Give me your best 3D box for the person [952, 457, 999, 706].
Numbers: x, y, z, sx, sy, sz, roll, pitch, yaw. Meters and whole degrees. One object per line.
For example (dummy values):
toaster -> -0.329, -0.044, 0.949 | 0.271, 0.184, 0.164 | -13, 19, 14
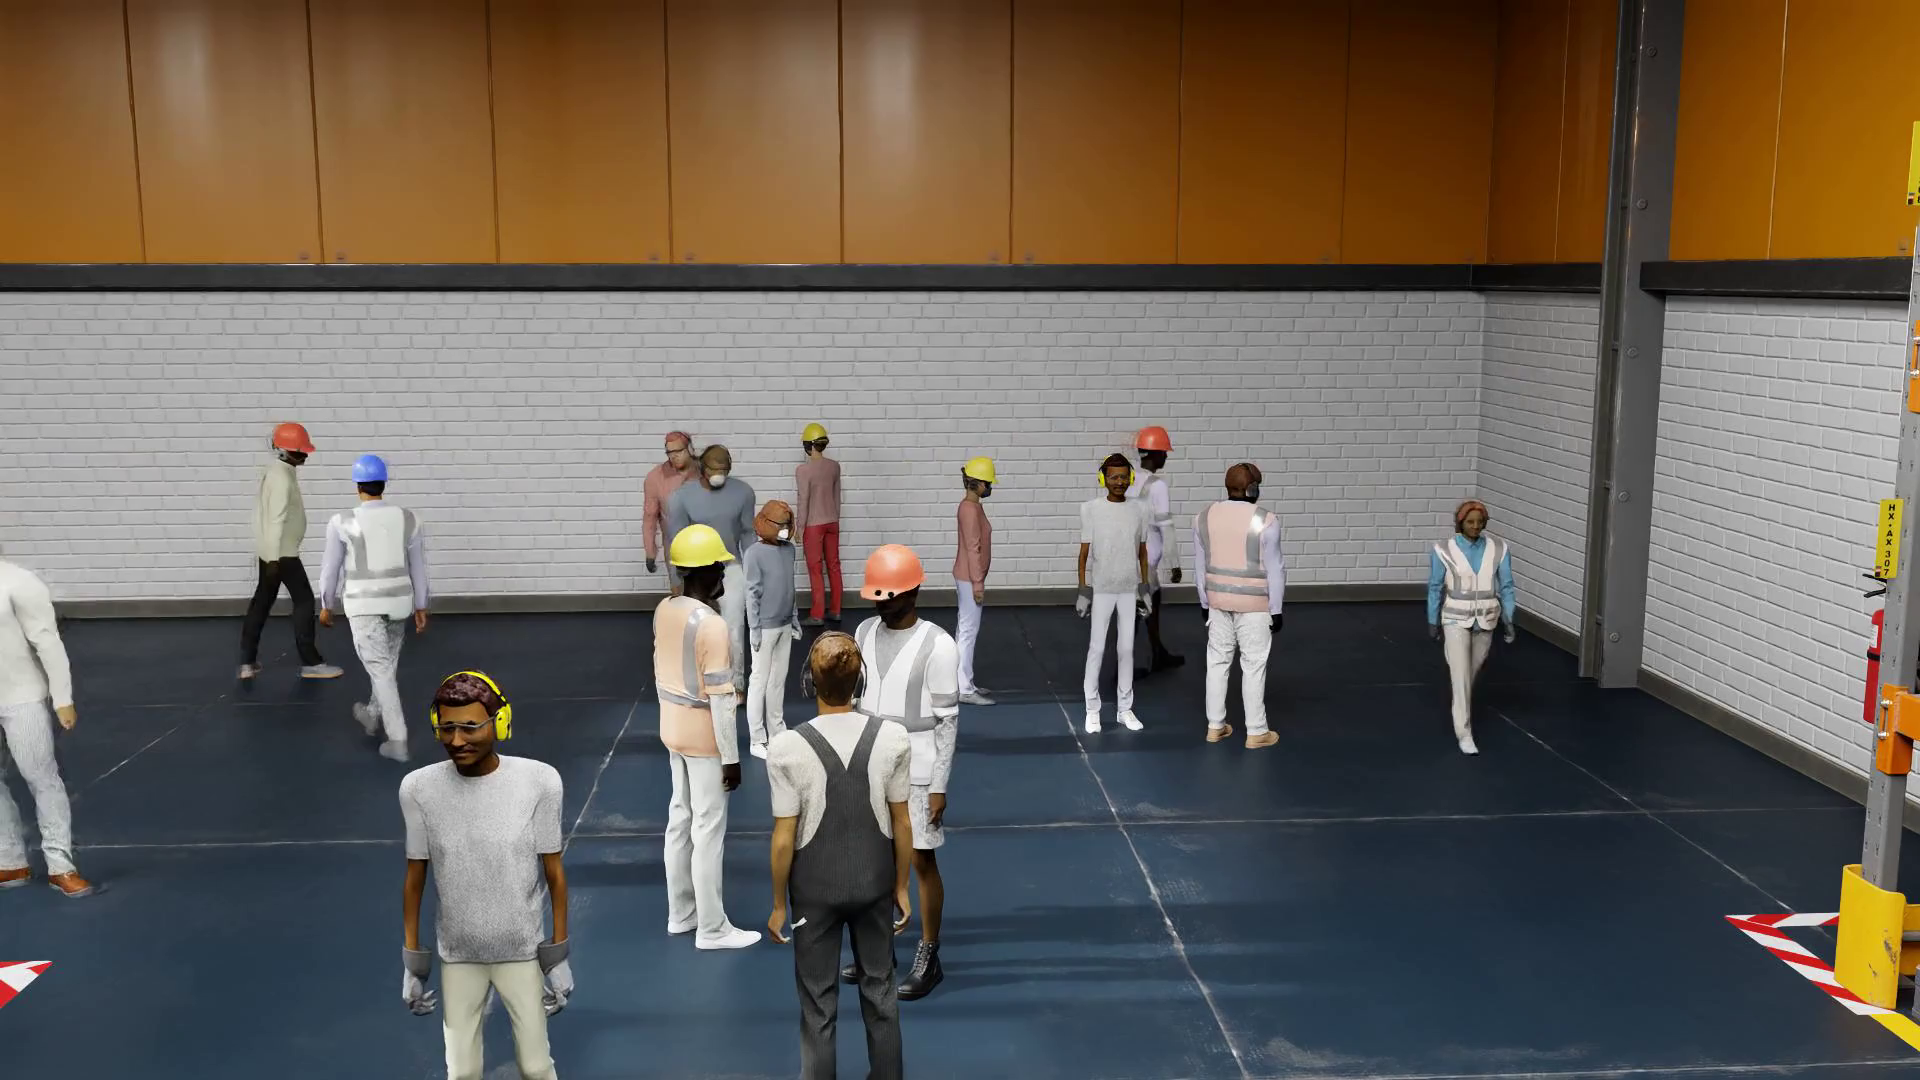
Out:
person -> 0.112, 0.286, 11.811 | 0.327, 1.760, 0.523 | -1, 9, -4

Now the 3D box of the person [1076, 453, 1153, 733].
person -> 1.032, 0.349, 11.059 | 0.532, 1.871, 0.319 | -2, 9, -13

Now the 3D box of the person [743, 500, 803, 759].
person -> -1.173, 0.554, 10.511 | 0.279, 1.633, 0.499 | 5, 10, 28

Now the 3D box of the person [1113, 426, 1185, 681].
person -> 1.491, 0.104, 12.471 | 0.822, 1.905, 0.579 | -4, 10, -24

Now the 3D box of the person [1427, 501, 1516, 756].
person -> 3.306, 0.528, 10.806 | 0.516, 1.595, 0.890 | 0, 9, -1

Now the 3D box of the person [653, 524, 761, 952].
person -> -1.164, 0.886, 7.501 | 0.360, 1.930, 0.587 | -7, 11, -37

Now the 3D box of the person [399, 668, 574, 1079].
person -> -1.474, 1.295, 5.188 | 0.529, 1.857, 0.367 | -1, 9, -6

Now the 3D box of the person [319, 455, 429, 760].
person -> -3.766, 0.406, 10.616 | 0.970, 1.892, 0.605 | 9, 12, 43

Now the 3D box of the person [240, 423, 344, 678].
person -> -5.111, 0.089, 12.497 | 0.710, 1.943, 0.662 | -5, 10, -29

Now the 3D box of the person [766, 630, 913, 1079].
person -> -0.408, 1.217, 5.684 | 0.506, 1.847, 0.343 | -3, 9, -17

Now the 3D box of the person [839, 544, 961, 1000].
person -> -0.266, 0.964, 7.007 | 0.543, 1.932, 0.365 | 6, 11, 35

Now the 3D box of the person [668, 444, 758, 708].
person -> -1.721, 0.254, 11.714 | 0.638, 1.855, 1.036 | -3, 10, -20

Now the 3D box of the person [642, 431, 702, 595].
person -> -2.120, 0.056, 13.008 | 0.714, 1.837, 1.004 | -1, 9, -3

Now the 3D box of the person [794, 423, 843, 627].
person -> -1.236, -0.129, 14.386 | 0.328, 1.769, 0.526 | 7, 12, 39

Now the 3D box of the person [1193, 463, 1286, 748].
person -> 1.811, 0.419, 10.719 | 0.627, 1.842, 0.429 | 7, 11, 36

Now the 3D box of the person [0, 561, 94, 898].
person -> -4.605, 0.816, 8.076 | 0.770, 1.903, 0.376 | 2, 9, 11
